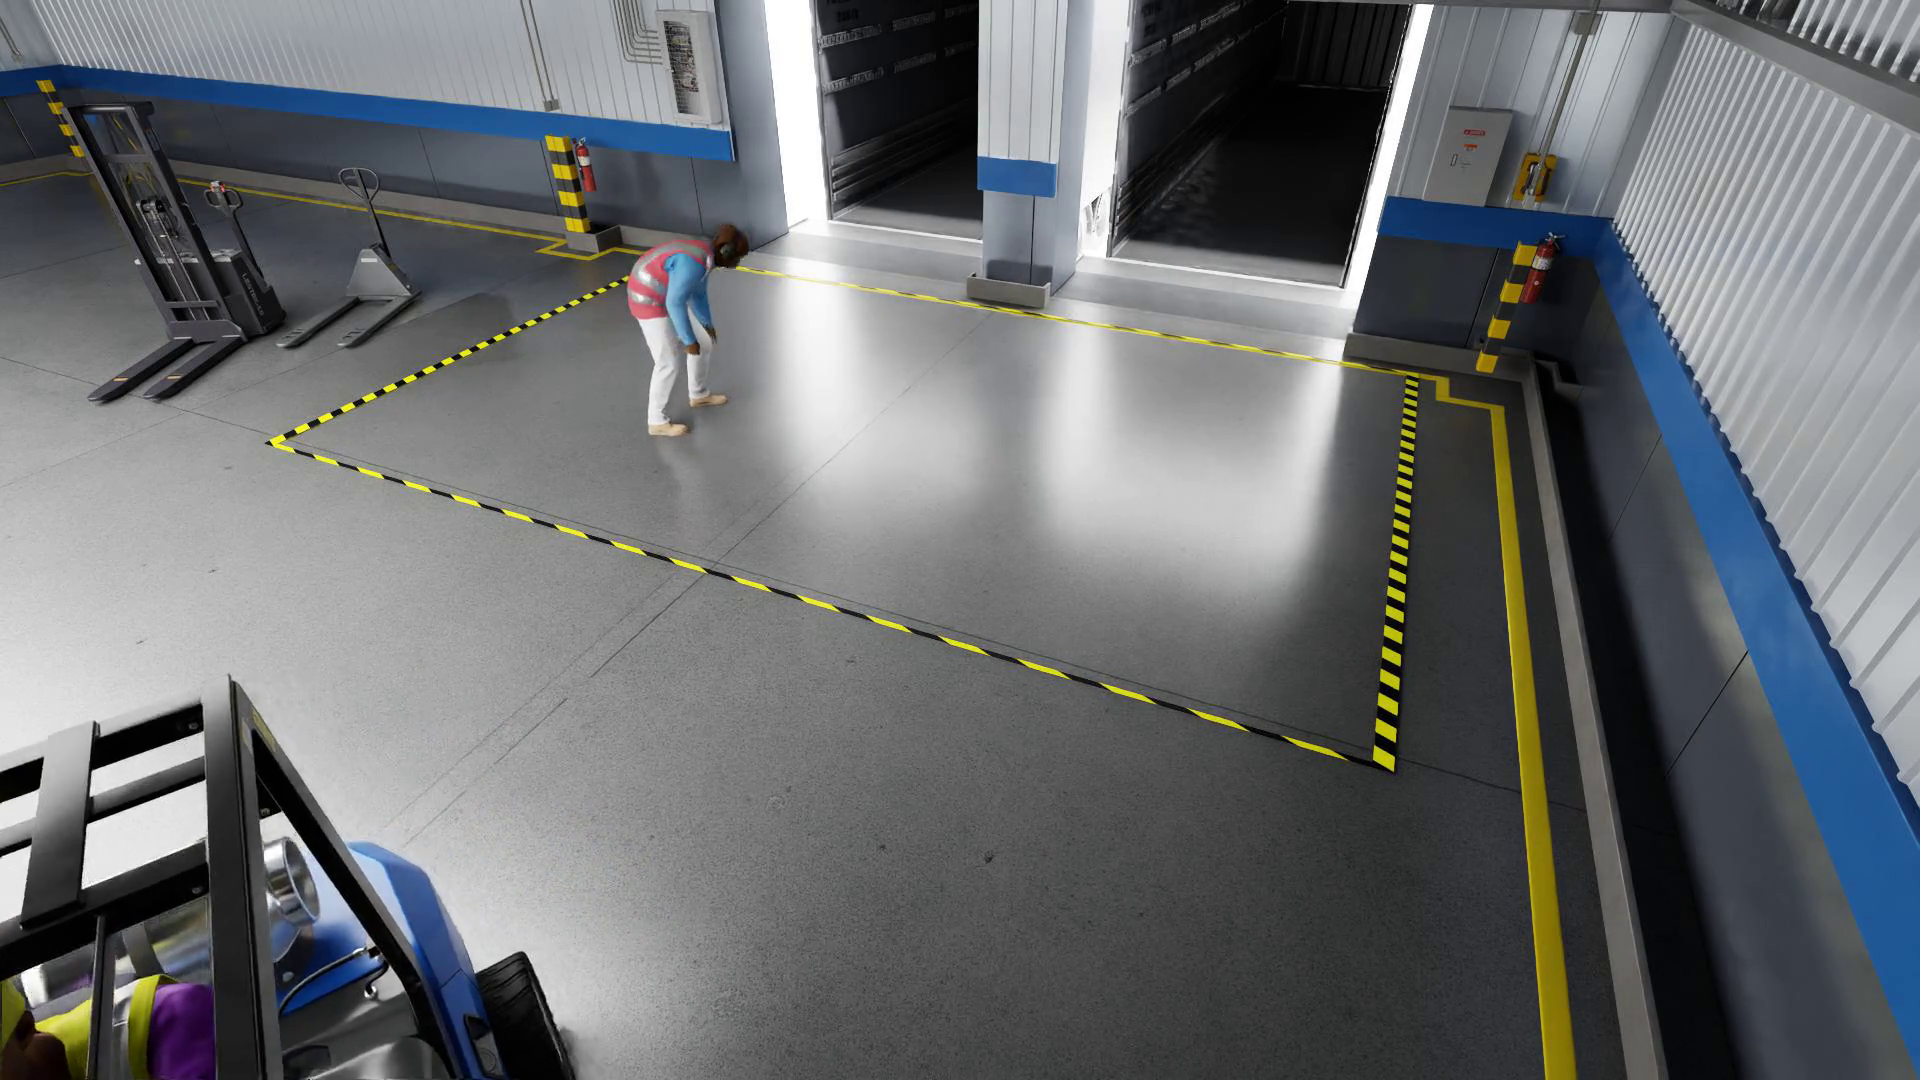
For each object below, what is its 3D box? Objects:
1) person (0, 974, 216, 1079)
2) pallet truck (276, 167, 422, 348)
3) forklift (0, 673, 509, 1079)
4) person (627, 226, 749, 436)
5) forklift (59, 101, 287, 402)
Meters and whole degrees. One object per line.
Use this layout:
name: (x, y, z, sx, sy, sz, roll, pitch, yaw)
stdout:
person: (-1.375, 1.353, 1.447, 0.635, 1.294, 1.004, -22, 41, -28)
pallet truck: (-5.732, -2.611, 8.414, 0.680, 1.201, 1.601, -1, 35, -1)
forklift: (-1.403, 1.476, 1.598, 1.157, 2.036, 2.680, -22, 41, -28)
person: (-1.958, -1.571, 6.812, 0.837, 1.402, 0.892, 2, 35, 3)
forklift: (-6.686, -2.387, 7.434, 0.823, 1.965, 1.885, -3, 35, -5)
